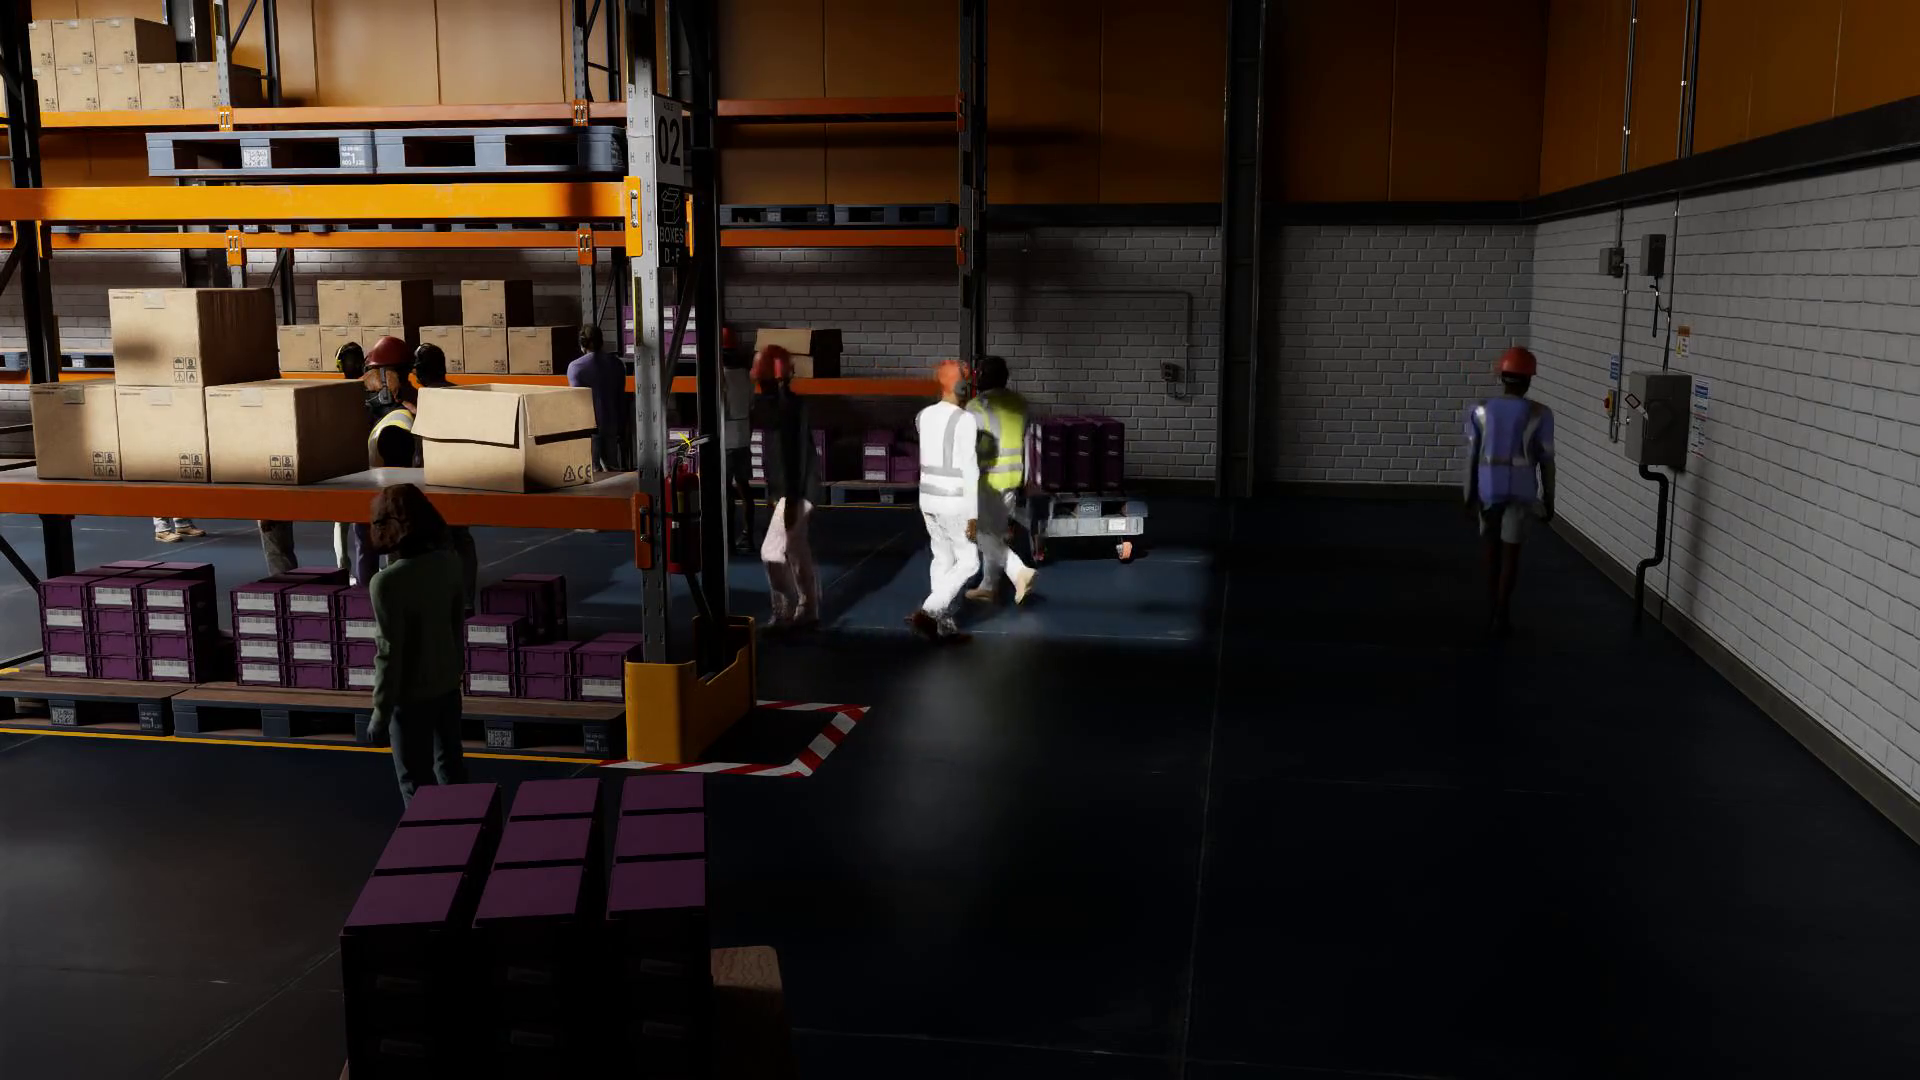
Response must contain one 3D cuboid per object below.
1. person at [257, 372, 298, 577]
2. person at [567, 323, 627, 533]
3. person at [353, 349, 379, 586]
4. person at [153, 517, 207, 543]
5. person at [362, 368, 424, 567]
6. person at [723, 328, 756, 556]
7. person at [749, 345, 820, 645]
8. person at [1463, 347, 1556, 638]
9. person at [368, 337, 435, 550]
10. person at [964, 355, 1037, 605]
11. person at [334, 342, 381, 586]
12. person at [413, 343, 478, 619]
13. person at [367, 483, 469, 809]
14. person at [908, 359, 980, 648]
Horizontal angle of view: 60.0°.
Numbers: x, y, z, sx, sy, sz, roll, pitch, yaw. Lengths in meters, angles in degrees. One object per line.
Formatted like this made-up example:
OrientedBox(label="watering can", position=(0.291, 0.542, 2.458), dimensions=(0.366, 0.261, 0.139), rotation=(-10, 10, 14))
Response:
OrientedBox(label="person", position=(-4.540, -0.261, 10.947), dimensions=(0.404, 1.832, 0.600), rotation=(-3, 10, -18))
OrientedBox(label="person", position=(-3.370, -1.033, 15.415), dimensions=(0.372, 1.939, 0.631), rotation=(7, 12, 38))
OrientedBox(label="person", position=(-3.886, -0.349, 11.273), dimensions=(0.651, 1.904, 0.403), rotation=(-4, 10, -24))
OrientedBox(label="person", position=(-7.074, -0.909, 14.943), dimensions=(0.429, 1.845, 0.622), rotation=(2, 9, 14))
OrientedBox(label="person", position=(-3.462, -0.134, 10.182), dimensions=(0.430, 1.835, 0.621), rotation=(-3, 10, -20))
OrientedBox(label="person", position=(-1.973, -0.828, 14.137), dimensions=(0.372, 1.939, 0.544), rotation=(7, 11, 36))
OrientedBox(label="person", position=(-1.156, -0.283, 10.767), dimensions=(0.634, 1.951, 0.620), rotation=(-3, 10, -19))
OrientedBox(label="person", position=(3.706, -0.329, 11.124), dimensions=(0.564, 1.906, 0.791), rotation=(6, 11, 34))
OrientedBox(label="person", position=(-3.633, -0.329, 10.880), dimensions=(0.392, 1.991, 0.612), rotation=(-1, 9, -6))
OrientedBox(label="person", position=(0.300, -0.411, 11.923), dimensions=(0.684, 1.820, 0.630), rotation=(8, 12, 39))
OrientedBox(label="person", position=(-4.666, -0.592, 12.870), dimensions=(0.327, 1.876, 0.516), rotation=(7, 11, 36))
OrientedBox(label="person", position=(-3.510, -0.358, 11.240), dimensions=(0.371, 1.934, 0.627), rotation=(3, 10, 16))
OrientedBox(label="person", position=(-2.027, 0.598, 6.232), dimensions=(0.283, 1.633, 0.499), rotation=(3, 10, 18))
OrientedBox(label="person", position=(-0.121, -0.208, 10.519), dimensions=(0.510, 1.868, 0.576), rotation=(-8, 12, -39))
